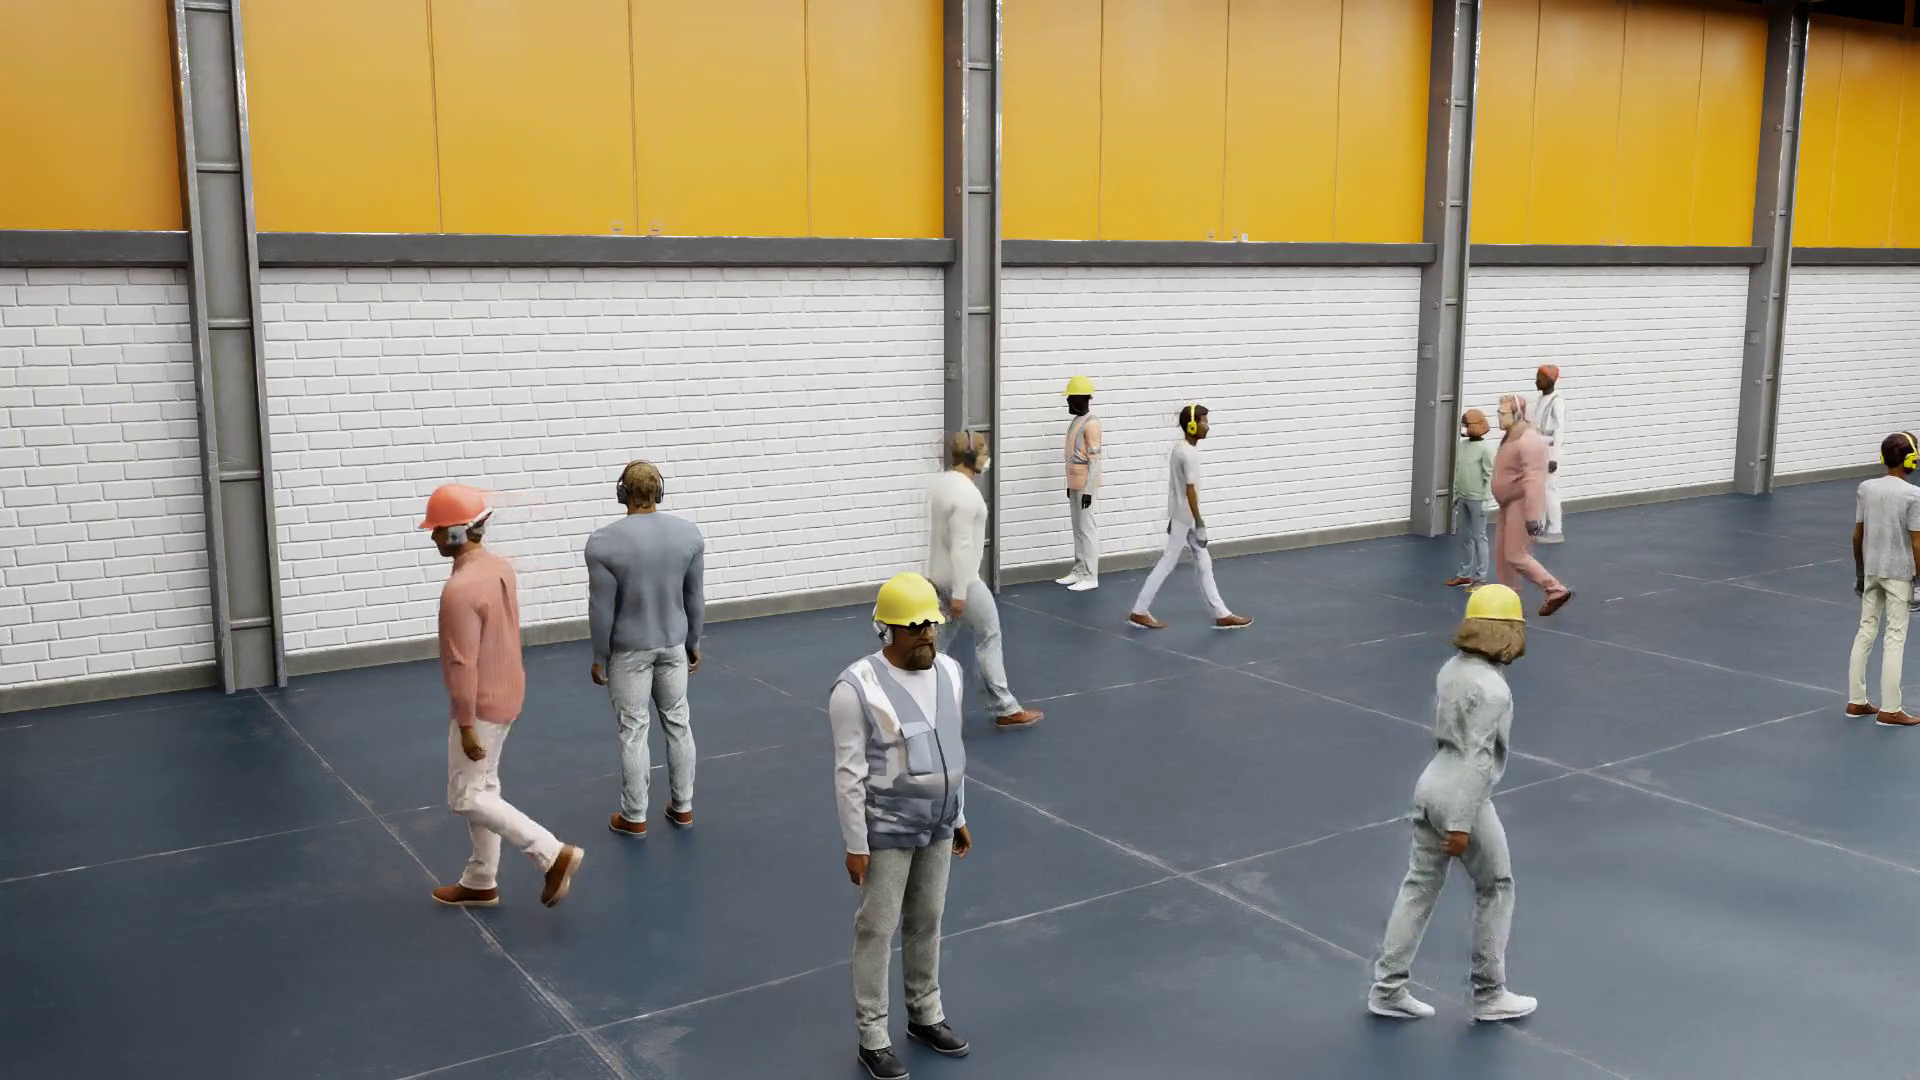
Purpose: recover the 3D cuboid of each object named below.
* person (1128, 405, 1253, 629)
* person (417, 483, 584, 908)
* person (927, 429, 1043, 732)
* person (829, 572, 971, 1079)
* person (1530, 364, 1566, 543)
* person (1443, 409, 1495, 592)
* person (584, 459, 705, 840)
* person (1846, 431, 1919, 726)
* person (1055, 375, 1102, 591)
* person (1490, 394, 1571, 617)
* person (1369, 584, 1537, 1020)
[{"bbox_3d":[1.813,-0.166,13.204,1.003,1.815,0.530,1,9,6],"label":"person"},{"bbox_3d":[-2.052,0.722,7.386,0.687,1.968,0.618,1,10,7],"label":"person"},{"bbox_3d":[0.109,0.260,10.334,0.919,1.898,0.644,-3,10,-18],"label":"person"},{"bbox_3d":[-0.186,1.017,6.002,0.590,1.833,0.404,-9,13,-44],"label":"person"},{"bbox_3d":[6.143,-0.909,17.469,0.348,1.885,0.584,0,9,-2],"label":"person"},{"bbox_3d":[4.573,-0.354,14.865,0.266,1.631,0.507,-3,10,-18],"label":"person"},{"bbox_3d":[-1.598,0.554,8.476,0.631,1.940,0.372,-6,11,-32],"label":"person"},{"bbox_3d":[5.909,0.242,10.559,0.328,1.875,0.513,-4,10,-21],"label":"person"},{"bbox_3d":[1.082,-0.510,14.924,0.369,1.927,0.587,-2,10,-14],"label":"person"},{"bbox_3d":[4.617,-0.258,13.549,0.594,1.881,0.692,0,9,2],"label":"person"},{"bbox_3d":[1.933,1.019,6.379,0.753,1.698,0.502,-2,10,-12],"label":"person"}]
